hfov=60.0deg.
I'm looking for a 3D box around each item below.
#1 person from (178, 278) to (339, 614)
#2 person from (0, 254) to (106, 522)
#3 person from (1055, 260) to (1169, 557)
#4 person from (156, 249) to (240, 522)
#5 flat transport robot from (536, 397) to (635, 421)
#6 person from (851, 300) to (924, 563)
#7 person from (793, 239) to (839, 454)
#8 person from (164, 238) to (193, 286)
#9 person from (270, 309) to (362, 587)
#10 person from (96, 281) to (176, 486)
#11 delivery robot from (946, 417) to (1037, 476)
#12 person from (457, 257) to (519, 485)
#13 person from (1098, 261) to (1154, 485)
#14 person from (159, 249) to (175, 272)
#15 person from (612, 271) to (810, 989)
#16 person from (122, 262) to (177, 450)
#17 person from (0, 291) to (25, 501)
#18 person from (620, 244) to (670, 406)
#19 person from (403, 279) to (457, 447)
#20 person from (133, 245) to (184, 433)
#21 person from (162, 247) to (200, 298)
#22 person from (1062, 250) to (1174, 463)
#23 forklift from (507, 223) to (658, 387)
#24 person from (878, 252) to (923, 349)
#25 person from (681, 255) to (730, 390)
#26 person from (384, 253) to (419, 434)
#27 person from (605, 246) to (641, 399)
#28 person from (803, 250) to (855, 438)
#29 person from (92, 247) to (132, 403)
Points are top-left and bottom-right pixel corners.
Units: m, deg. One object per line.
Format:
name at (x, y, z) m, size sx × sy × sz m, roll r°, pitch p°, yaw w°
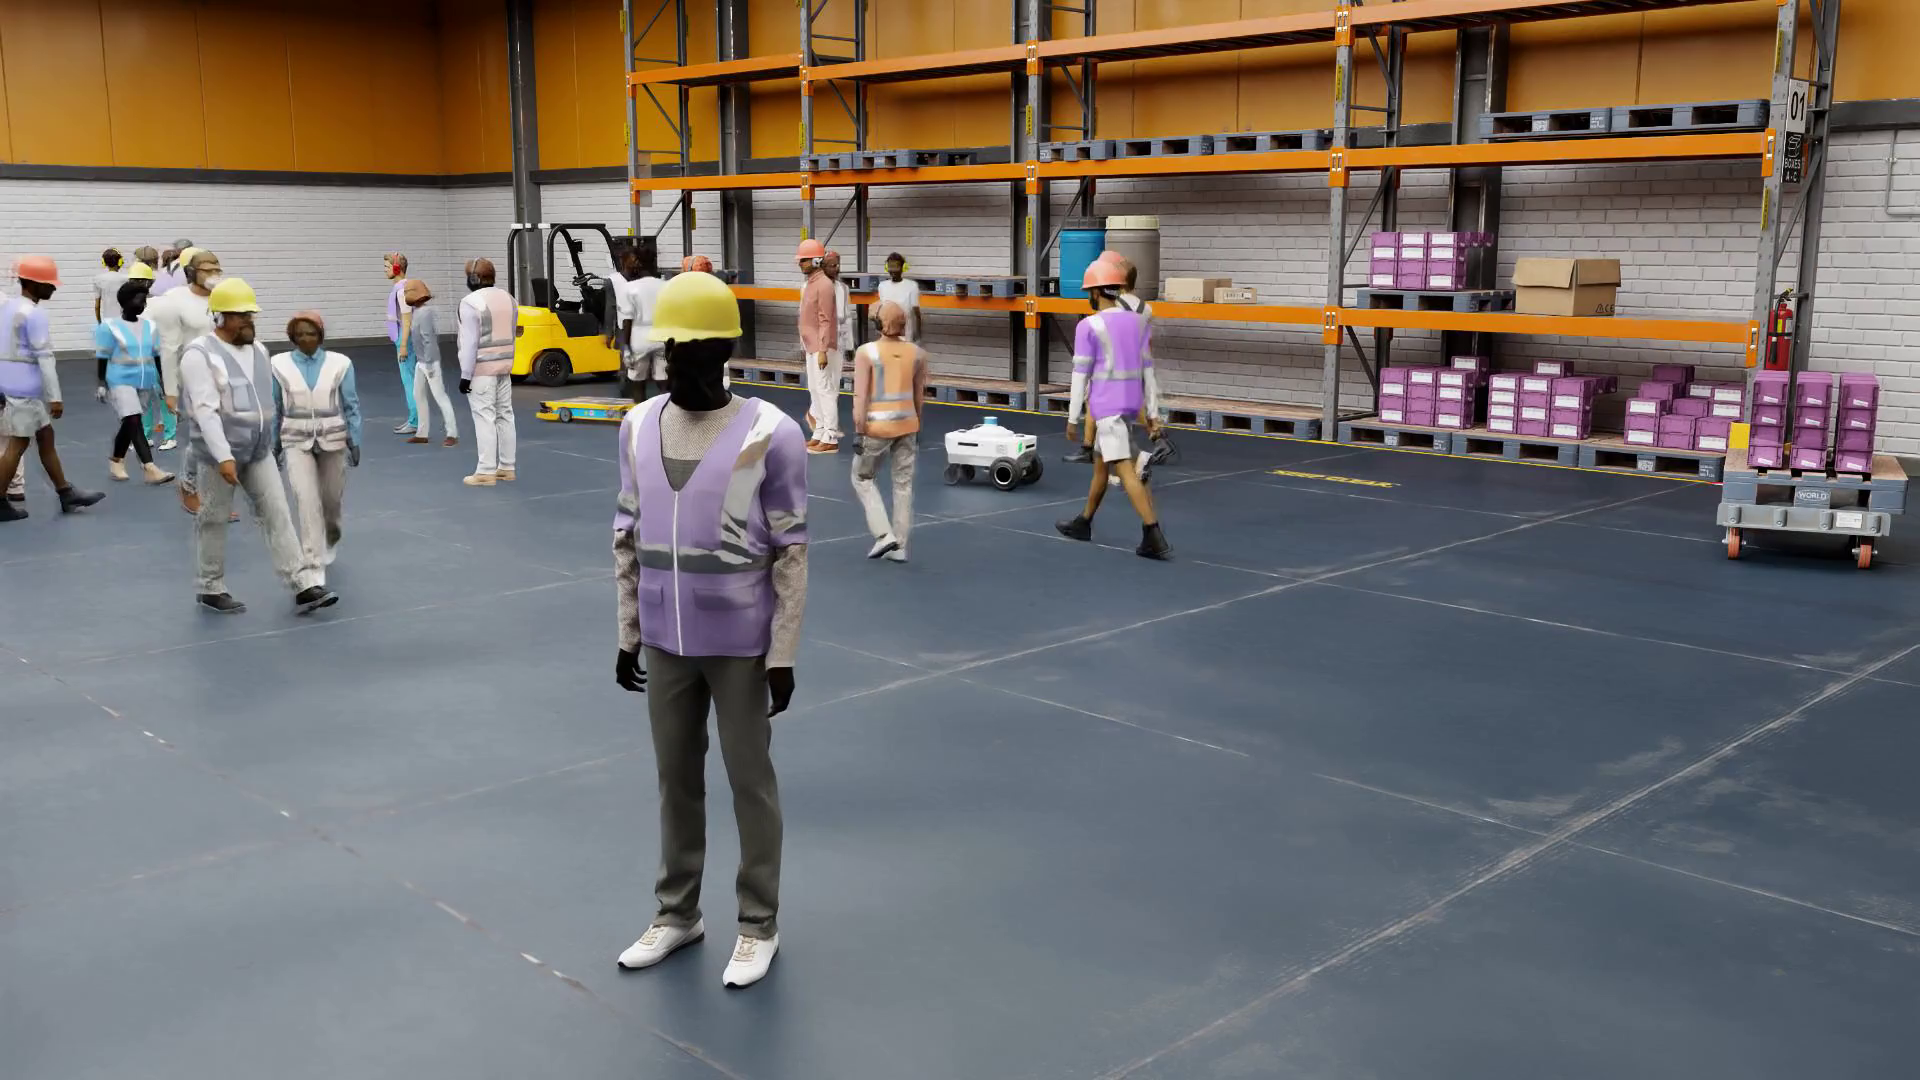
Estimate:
person at (-3.732, -0.467, 8.764) m, size 0.895 × 1.788 × 0.593 m, roll 5°, pitch 11°, yaw 24°
person at (-6.576, -1.077, 11.844) m, size 0.567 × 1.880 × 0.877 m, roll 10°, pitch 14°, yaw 42°
person at (0.986, -0.843, 10.629) m, size 0.559 × 1.868 × 1.092 m, roll -8°, pitch 13°, yaw -38°
person at (-5.296, -1.076, 11.711) m, size 0.471 × 1.925 × 0.638 m, roll 7°, pitch 13°, yaw 35°
flat transport robot at (-3.837, -1.416, 18.094) m, size 1.431 × 0.197 × 0.652 m, roll 5°, pitch 11°, yaw 25°
person at (-0.450, -0.664, 10.274) m, size 0.543 × 1.623 × 0.377 m, roll -7°, pitch 13°, yaw -35°
person at (-1.342, -1.797, 15.504) m, size 0.408 × 1.986 × 0.617 m, roll -4°, pitch 11°, yaw -19°
person at (-10.535, -3.114, 22.524) m, size 0.763 × 2.000 × 0.779 m, roll 7°, pitch 13°, yaw 35°
person at (-3.833, -0.573, 9.885) m, size 0.522 × 1.608 × 0.806 m, roll -5°, pitch 11°, yaw -25°
person at (-6.724, -1.274, 13.543) m, size 0.905 × 1.644 × 0.544 m, roll 5°, pitch 12°, yaw 27°
delivery robot at (0.245, -0.752, 13.421) m, size 0.707 × 0.478 × 0.477 m, roll 4°, pitch 11°, yaw 26°
person at (-3.860, -1.365, 13.533) m, size 0.429 × 1.844 × 0.624 m, roll 4°, pitch 11°, yaw 22°
person at (1.330, -1.305, 13.258) m, size 0.534 × 1.829 × 0.710 m, roll -7°, pitch 12°, yaw -32°
person at (-10.994, -3.134, 23.231) m, size 0.452 × 1.830 × 0.632 m, roll -8°, pitch 13°, yaw -37°
person at (-0.688, 0.247, 4.505) m, size 0.585 × 1.929 × 0.364 m, roll 4°, pitch 11°, yaw 22°
person at (-7.668, -1.726, 15.696) m, size 0.525 × 1.772 × 0.309 m, roll 2°, pitch 11°, yaw 12°
person at (-7.323, -1.189, 12.416) m, size 0.400 × 1.901 × 0.643 m, roll 1°, pitch 10°, yaw 7°
person at (-2.987, -1.899, 16.181) m, size 0.608 × 1.946 × 0.755 m, roll -7°, pitch 12°, yaw -33°
person at (-5.114, -1.695, 15.996) m, size 0.475 × 1.603 × 0.543 m, roll -5°, pitch 12°, yaw -25°
person at (-8.237, -2.040, 16.997) m, size 0.458 × 1.918 × 0.652 m, roll 1°, pitch 10°, yaw 3°
person at (-6.712, -1.625, 14.738) m, size 0.603 × 1.915 × 0.512 m, roll -6°, pitch 12°, yaw -30°
person at (1.427, -1.597, 14.663) m, size 0.965 × 1.899 × 0.549 m, roll 4°, pitch 11°, yaw 23°
forklift at (-5.316, -3.263, 22.920) m, size 2.313 × 2.155 × 1.214 m, roll -10°, pitch 14°, yaw -44°
person at (-0.643, -2.287, 18.568) m, size 0.503 × 1.850 × 0.586 m, roll 5°, pitch 11°, yaw 25°
person at (-1.805, -1.046, 11.681) m, size 0.359 × 1.882 × 0.575 m, roll 3°, pitch 11°, yaw 16°
person at (-5.651, -2.002, 16.993) m, size 0.373 × 1.843 × 0.571 m, roll -3°, pitch 11°, yaw -16°
person at (-3.654, -2.317, 18.543) m, size 0.628 × 1.903 × 0.459 m, roll -10°, pitch 14°, yaw -44°
person at (-1.293, -1.943, 16.592) m, size 0.414 × 1.871 × 0.604 m, roll 9°, pitch 14°, yaw 41°
person at (-10.181, -2.593, 20.137) m, size 0.514 × 1.876 × 0.328 m, roll -2°, pitch 11°, yaw -8°
